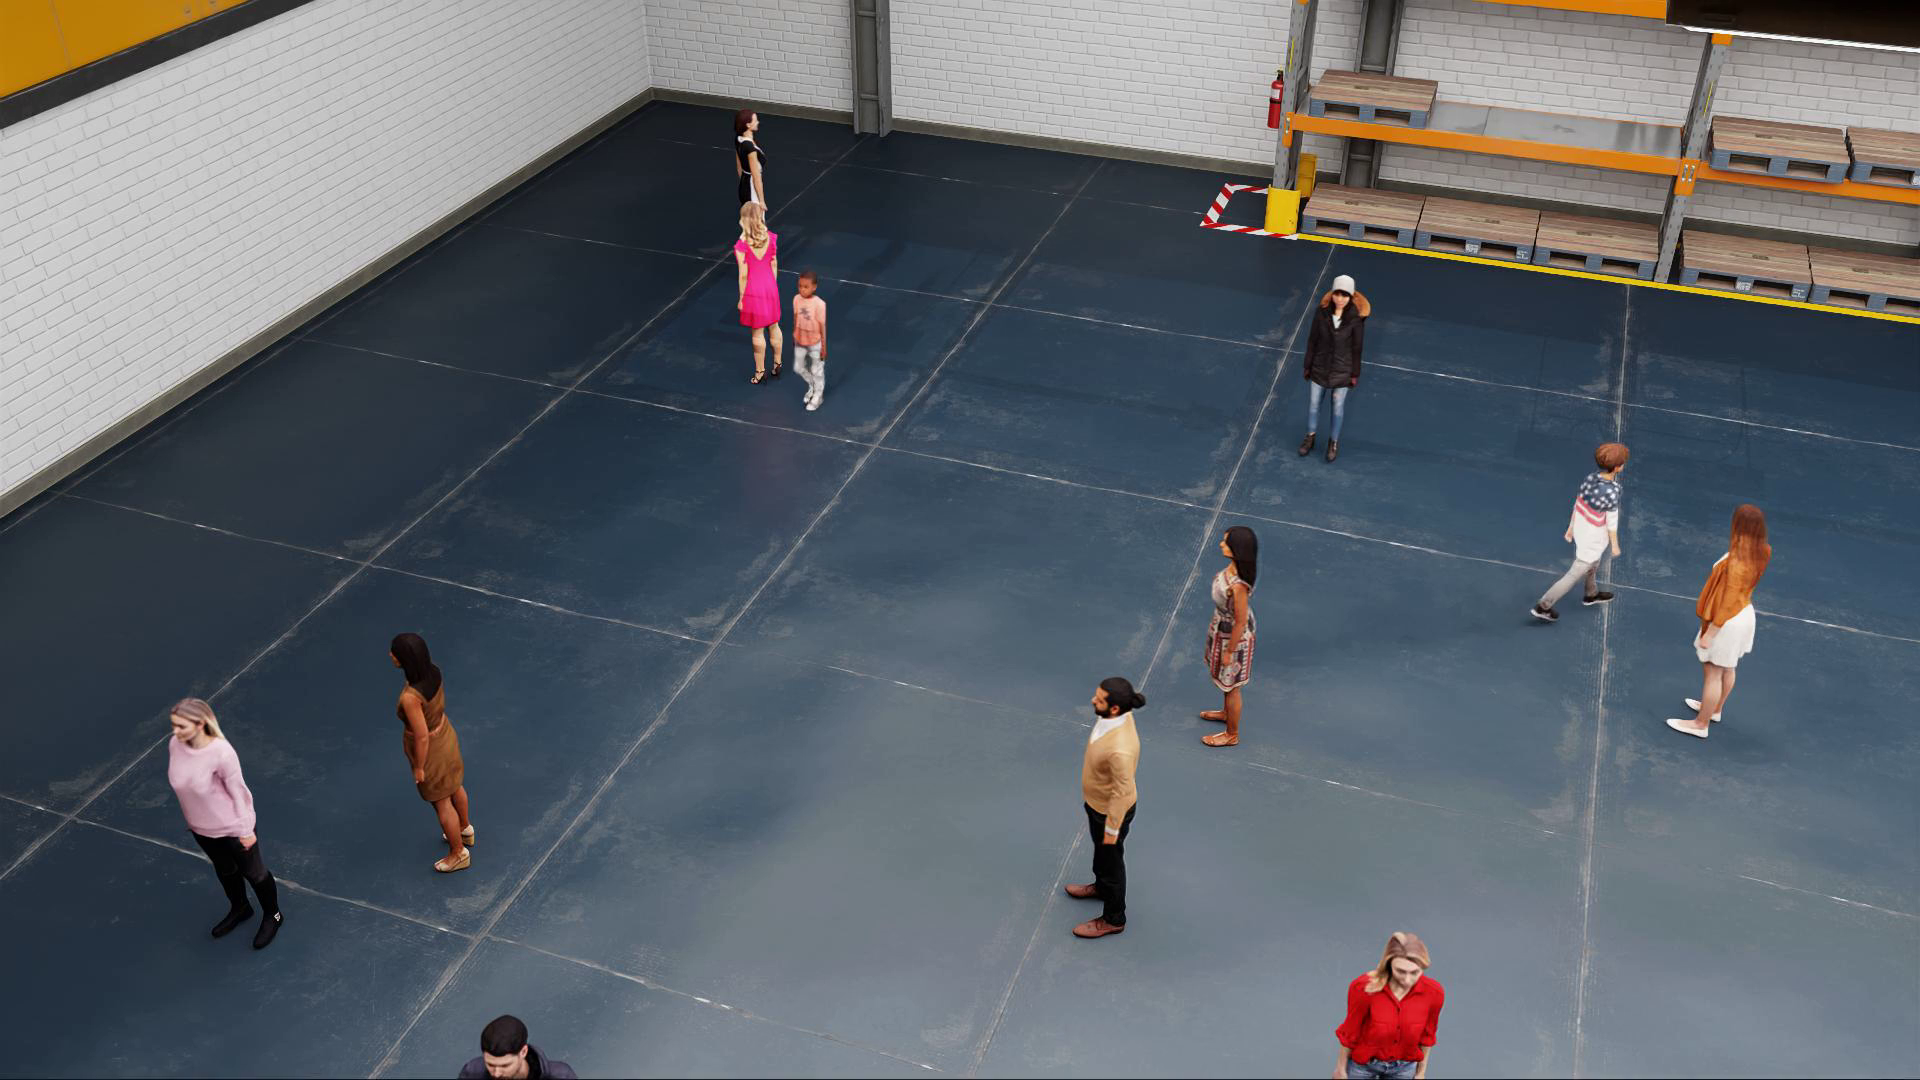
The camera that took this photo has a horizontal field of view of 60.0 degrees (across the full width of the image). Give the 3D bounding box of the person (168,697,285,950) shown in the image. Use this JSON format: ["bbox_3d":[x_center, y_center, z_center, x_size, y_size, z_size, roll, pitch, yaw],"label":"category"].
[{"bbox_3d":[-4.091,1.544,9.239,0.467,1.687,0.649,12,35,18],"label":"person"}]

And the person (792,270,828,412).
[{"bbox_3d":[-1.277,-1.782,14.593,0.505,1.300,0.603,18,38,25],"label":"person"}]

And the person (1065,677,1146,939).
[{"bbox_3d":[0.830,1.470,9.289,0.732,1.754,0.747,-3,34,-4],"label":"person"}]

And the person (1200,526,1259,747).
[{"bbox_3d":[1.751,0.609,10.684,0.613,1.645,0.699,3,34,5],"label":"person"}]

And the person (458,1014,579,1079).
[{"bbox_3d":[-1.866,2.728,7.271,0.648,1.895,0.805,-1,34,-1],"label":"person"}]

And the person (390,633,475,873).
[{"bbox_3d":[-3.078,1.230,9.708,0.625,1.690,0.634,-1,34,-2],"label":"person"}]

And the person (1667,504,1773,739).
[{"bbox_3d":[4.972,0.530,10.739,0.709,1.715,0.716,-28,42,-35],"label":"person"}]

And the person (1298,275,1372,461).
[{"bbox_3d":[3.087,-1.443,13.781,0.522,1.633,0.680,13,36,18],"label":"person"}]

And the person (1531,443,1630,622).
[{"bbox_3d":[4.442,-0.025,11.847,1.020,1.412,0.833,-6,34,-10],"label":"person"}]

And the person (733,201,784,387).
[{"bbox_3d":[-1.782,-2.201,14.836,0.665,1.728,0.695,-23,40,-30],"label":"person"}]

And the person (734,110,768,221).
[{"bbox_3d":[-2.075,-3.417,16.604,0.703,1.795,0.626,-17,37,-24],"label":"person"}]

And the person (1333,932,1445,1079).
[{"bbox_3d":[1.983,2.462,7.842,0.561,1.704,0.732,0,34,1],"label":"person"}]
